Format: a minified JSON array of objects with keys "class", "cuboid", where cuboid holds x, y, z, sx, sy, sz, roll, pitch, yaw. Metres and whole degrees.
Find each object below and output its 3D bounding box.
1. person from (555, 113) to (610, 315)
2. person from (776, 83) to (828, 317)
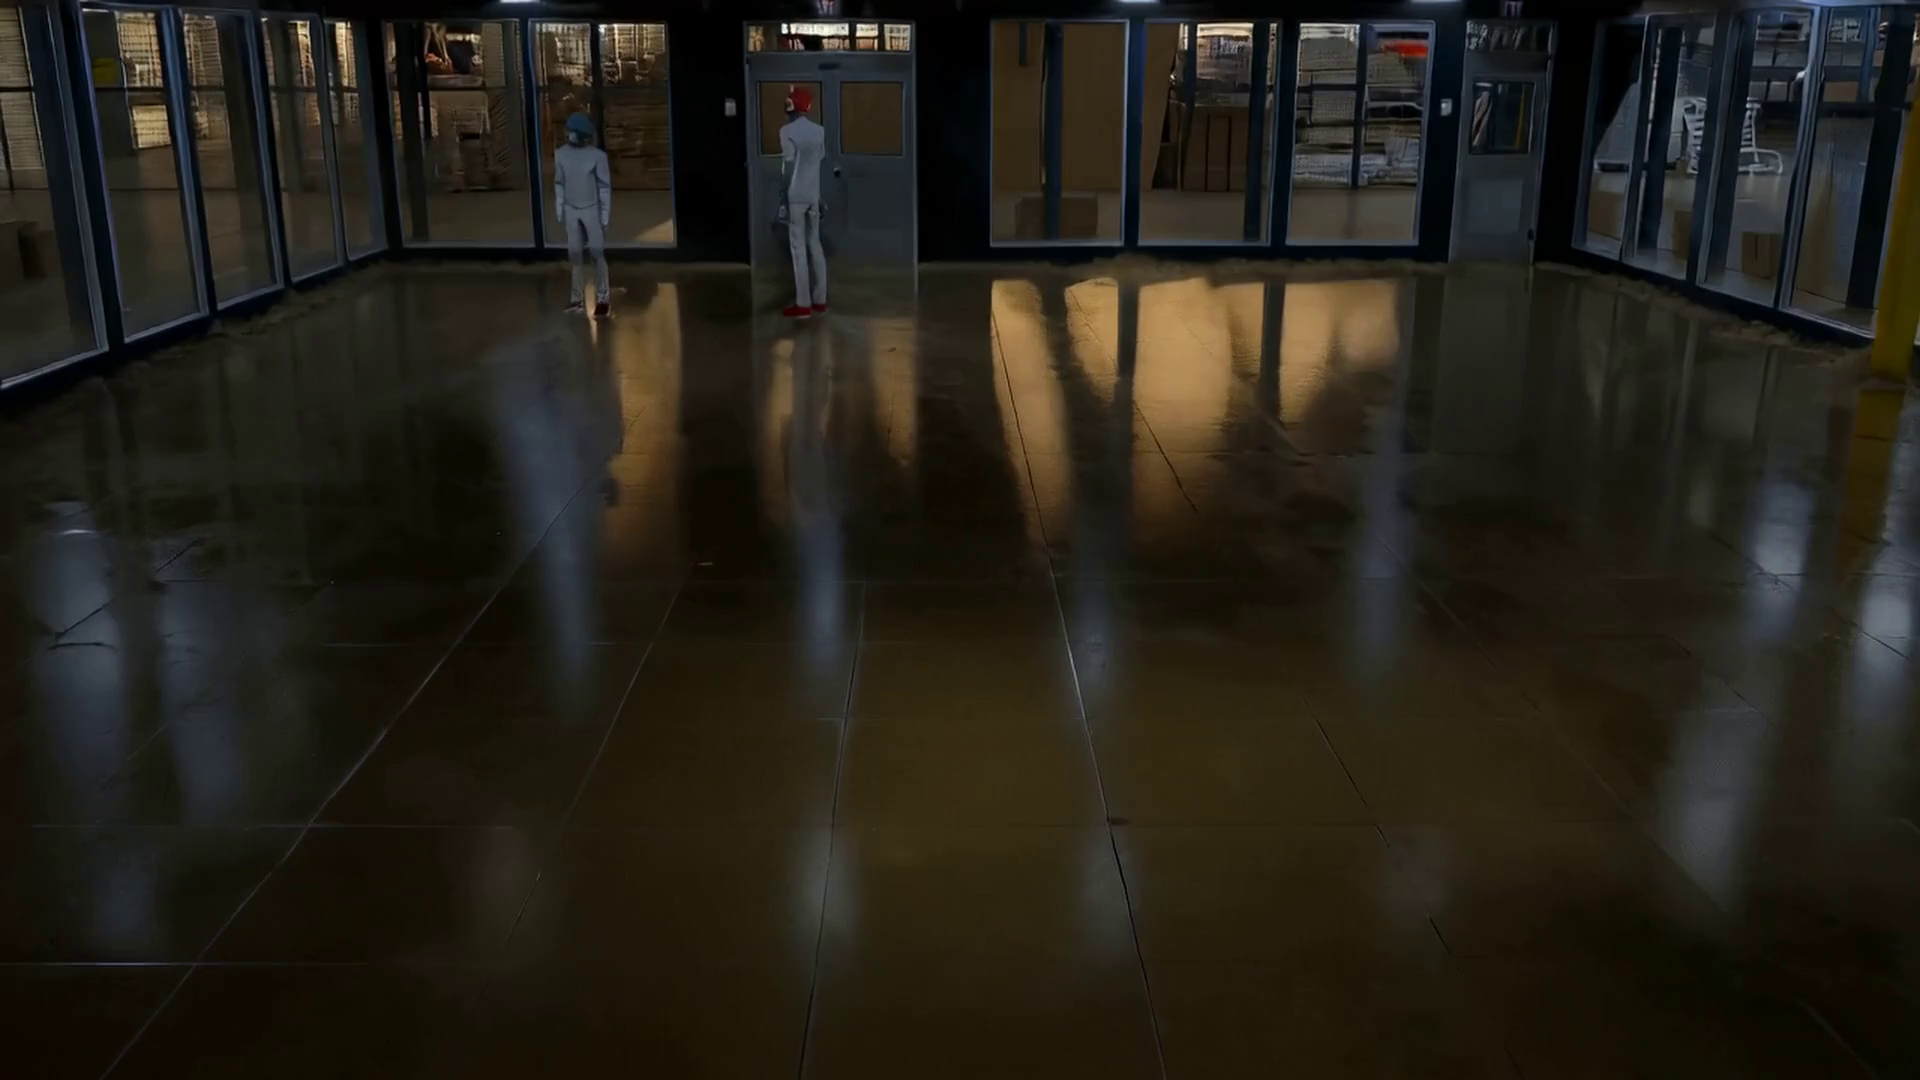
[{"class":"person","cuboid":[-3.096,-2.666,13.651,0.497,1.634,0.287,5,17,18]},{"class":"person","cuboid":[-1.295,-2.759,13.562,0.311,1.869,0.532,12,20,36]}]
